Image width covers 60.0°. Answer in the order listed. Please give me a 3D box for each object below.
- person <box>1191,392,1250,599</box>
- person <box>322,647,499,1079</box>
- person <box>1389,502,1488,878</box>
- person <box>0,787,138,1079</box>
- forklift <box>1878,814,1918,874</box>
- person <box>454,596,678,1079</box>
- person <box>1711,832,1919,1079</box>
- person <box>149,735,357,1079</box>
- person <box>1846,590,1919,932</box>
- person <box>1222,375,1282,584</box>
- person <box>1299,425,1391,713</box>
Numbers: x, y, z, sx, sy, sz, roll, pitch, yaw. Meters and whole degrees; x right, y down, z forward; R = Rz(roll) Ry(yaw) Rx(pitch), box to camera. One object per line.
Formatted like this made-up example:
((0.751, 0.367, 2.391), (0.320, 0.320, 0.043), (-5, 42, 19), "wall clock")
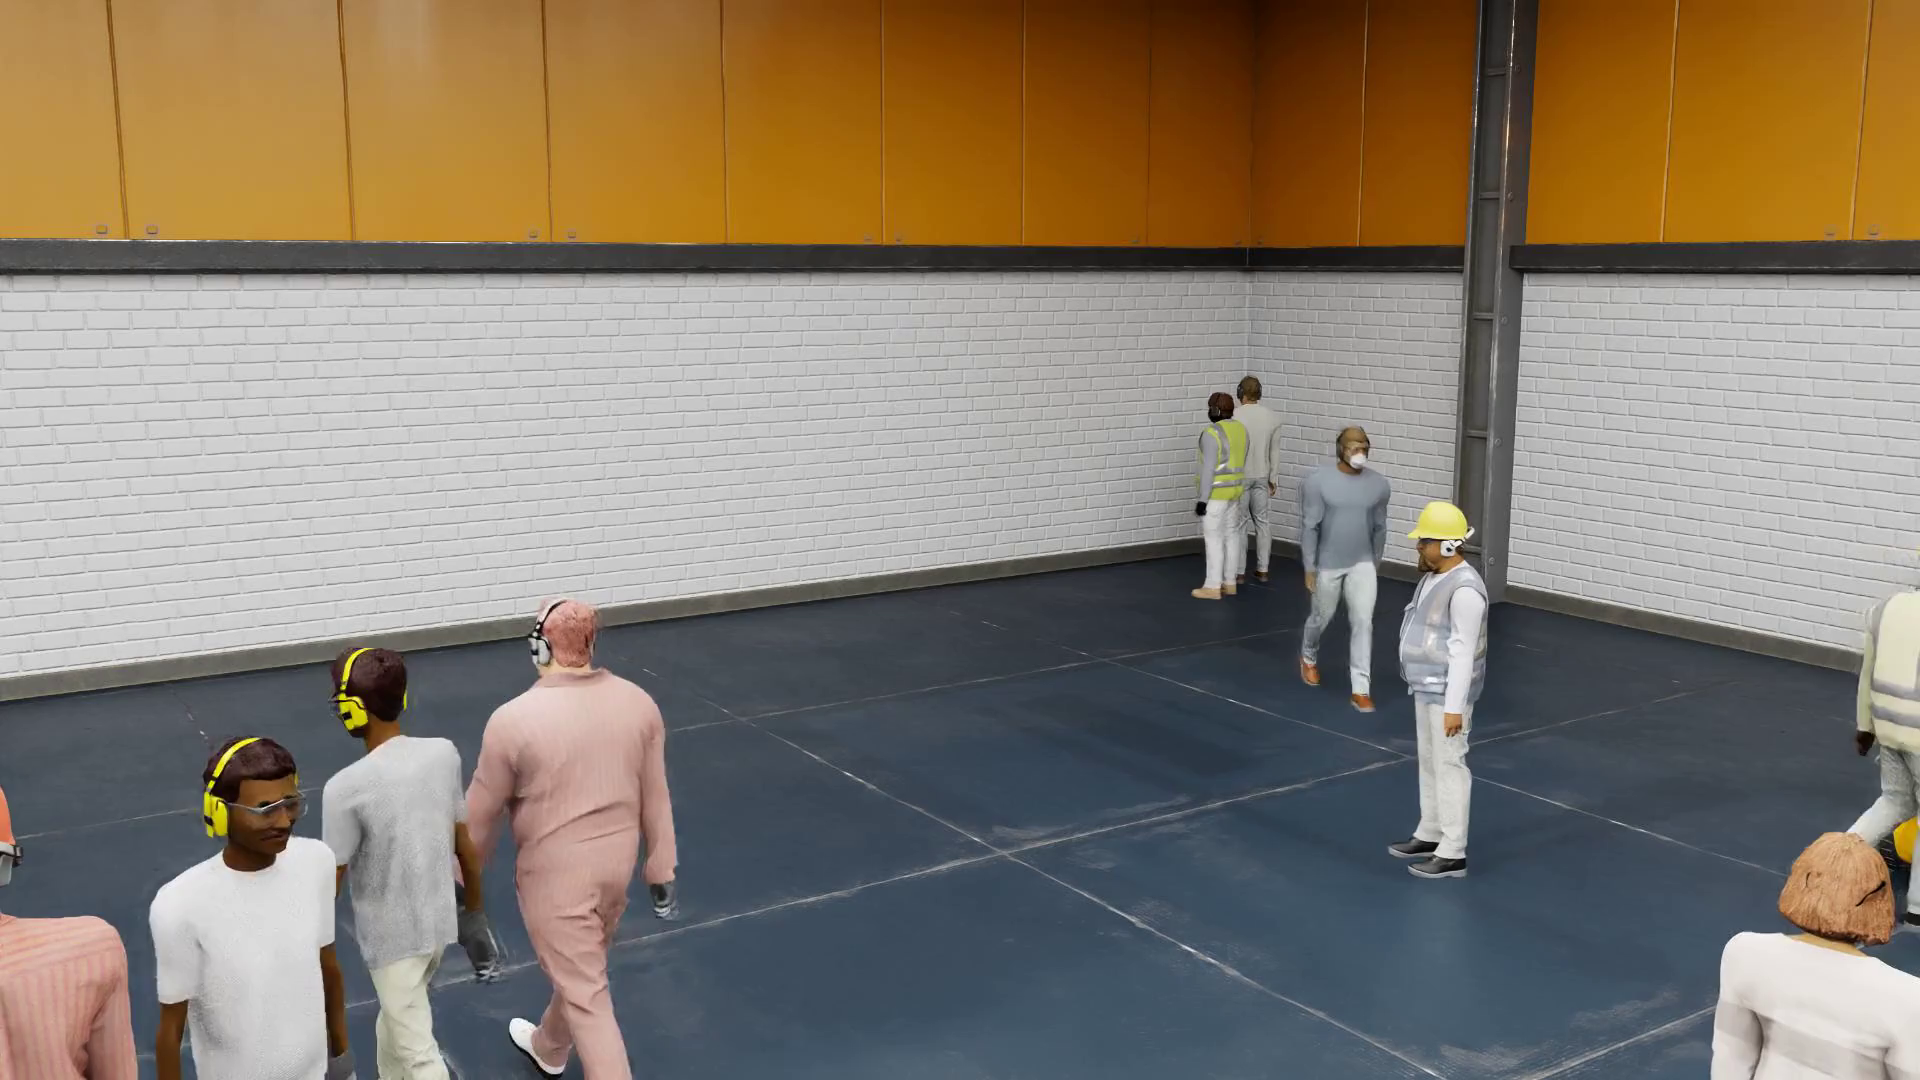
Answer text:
((2.303, -0.398, 14.808), (0.429, 1.841, 0.634), (8, 12, 41), "person")
((-1.797, 1.220, 5.062), (0.847, 1.837, 0.524), (4, 10, 22), "person")
((2.336, 0.722, 8.107), (0.403, 1.827, 0.590), (0, 9, -2), "person")
((-1.971, 1.420, 3.385), (0.390, 1.995, 0.613), (8, 12, 39), "person")
((5.511, 0.571, 7.906), (2.313, 2.155, 1.214), (-6, 11, -33), "forklift")
((-1.356, 1.116, 5.665), (1.025, 1.852, 0.661), (8, 12, 40), "person")
((2.064, 1.497, 4.010), (0.283, 1.634, 0.498), (-8, 13, -42), "person")
((-1.774, 1.367, 4.160), (0.562, 1.848, 0.525), (5, 11, 29), "person")
((4.193, 0.865, 7.349), (0.607, 1.788, 0.640), (-2, 10, -10), "person")
((2.685, -0.559, 15.482), (0.635, 1.937, 0.352), (-3, 10, -20), "person")
((2.591, 0.153, 11.324), (0.632, 1.905, 0.955), (-1, 9, -4), "person")
